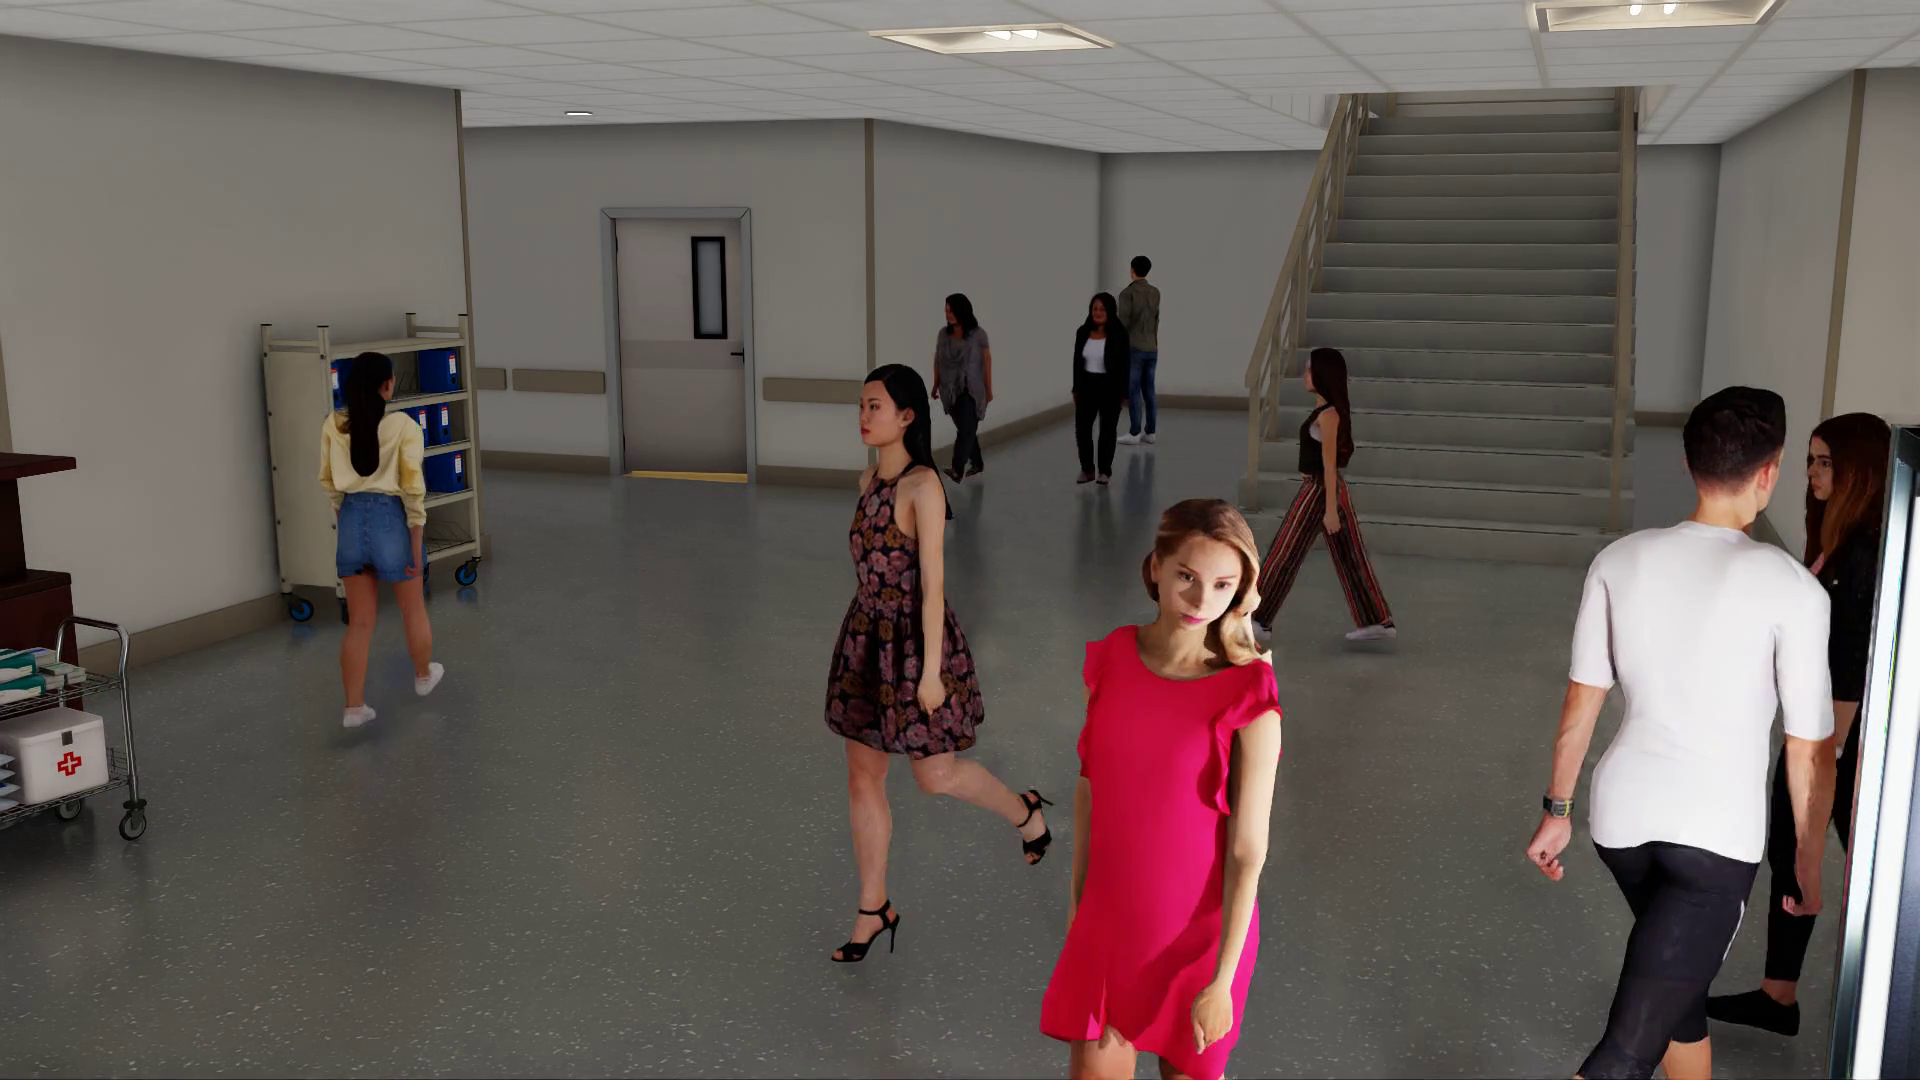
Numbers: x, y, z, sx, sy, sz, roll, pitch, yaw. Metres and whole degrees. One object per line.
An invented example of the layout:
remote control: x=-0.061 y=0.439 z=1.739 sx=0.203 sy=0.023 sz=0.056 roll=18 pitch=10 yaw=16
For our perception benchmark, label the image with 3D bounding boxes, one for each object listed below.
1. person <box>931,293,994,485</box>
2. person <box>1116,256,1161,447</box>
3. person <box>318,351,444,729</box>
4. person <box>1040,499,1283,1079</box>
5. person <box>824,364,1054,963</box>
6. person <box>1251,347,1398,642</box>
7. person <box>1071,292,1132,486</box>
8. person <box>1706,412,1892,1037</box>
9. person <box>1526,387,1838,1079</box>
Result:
person: x=0.070 y=-1.259 z=14.040 sx=0.750 sy=1.554 sz=1.115 roll=6 pitch=12 yaw=28
person: x=1.785 y=-1.877 z=16.467 sx=0.736 sy=1.864 sz=0.852 roll=-8 pitch=13 yaw=-36
person: x=-2.540 y=0.033 z=7.143 sx=0.908 sy=1.587 sz=1.204 roll=0 pitch=11 yaw=-1
person: x=0.443 y=0.737 z=3.209 sx=0.780 sy=1.671 sz=1.047 roll=8 pitch=14 yaw=37
person: x=-0.095 y=0.373 z=4.900 sx=1.115 sy=1.756 sz=0.994 roll=-7 pitch=13 yaw=-31
person: x=1.924 y=-0.184 z=8.461 sx=0.695 sy=1.521 sz=1.062 roll=3 pitch=11 yaw=13
person: x=1.194 y=-1.255 z=13.879 sx=0.673 sy=1.606 sz=0.686 roll=3 pitch=11 yaw=17
person: x=2.395 y=0.534 z=4.262 sx=0.676 sy=1.678 sz=0.999 roll=4 pitch=11 yaw=18
person: x=1.407 y=0.629 z=3.385 sx=1.351 sy=1.818 sz=1.184 roll=-7 pitch=13 yaw=-34
